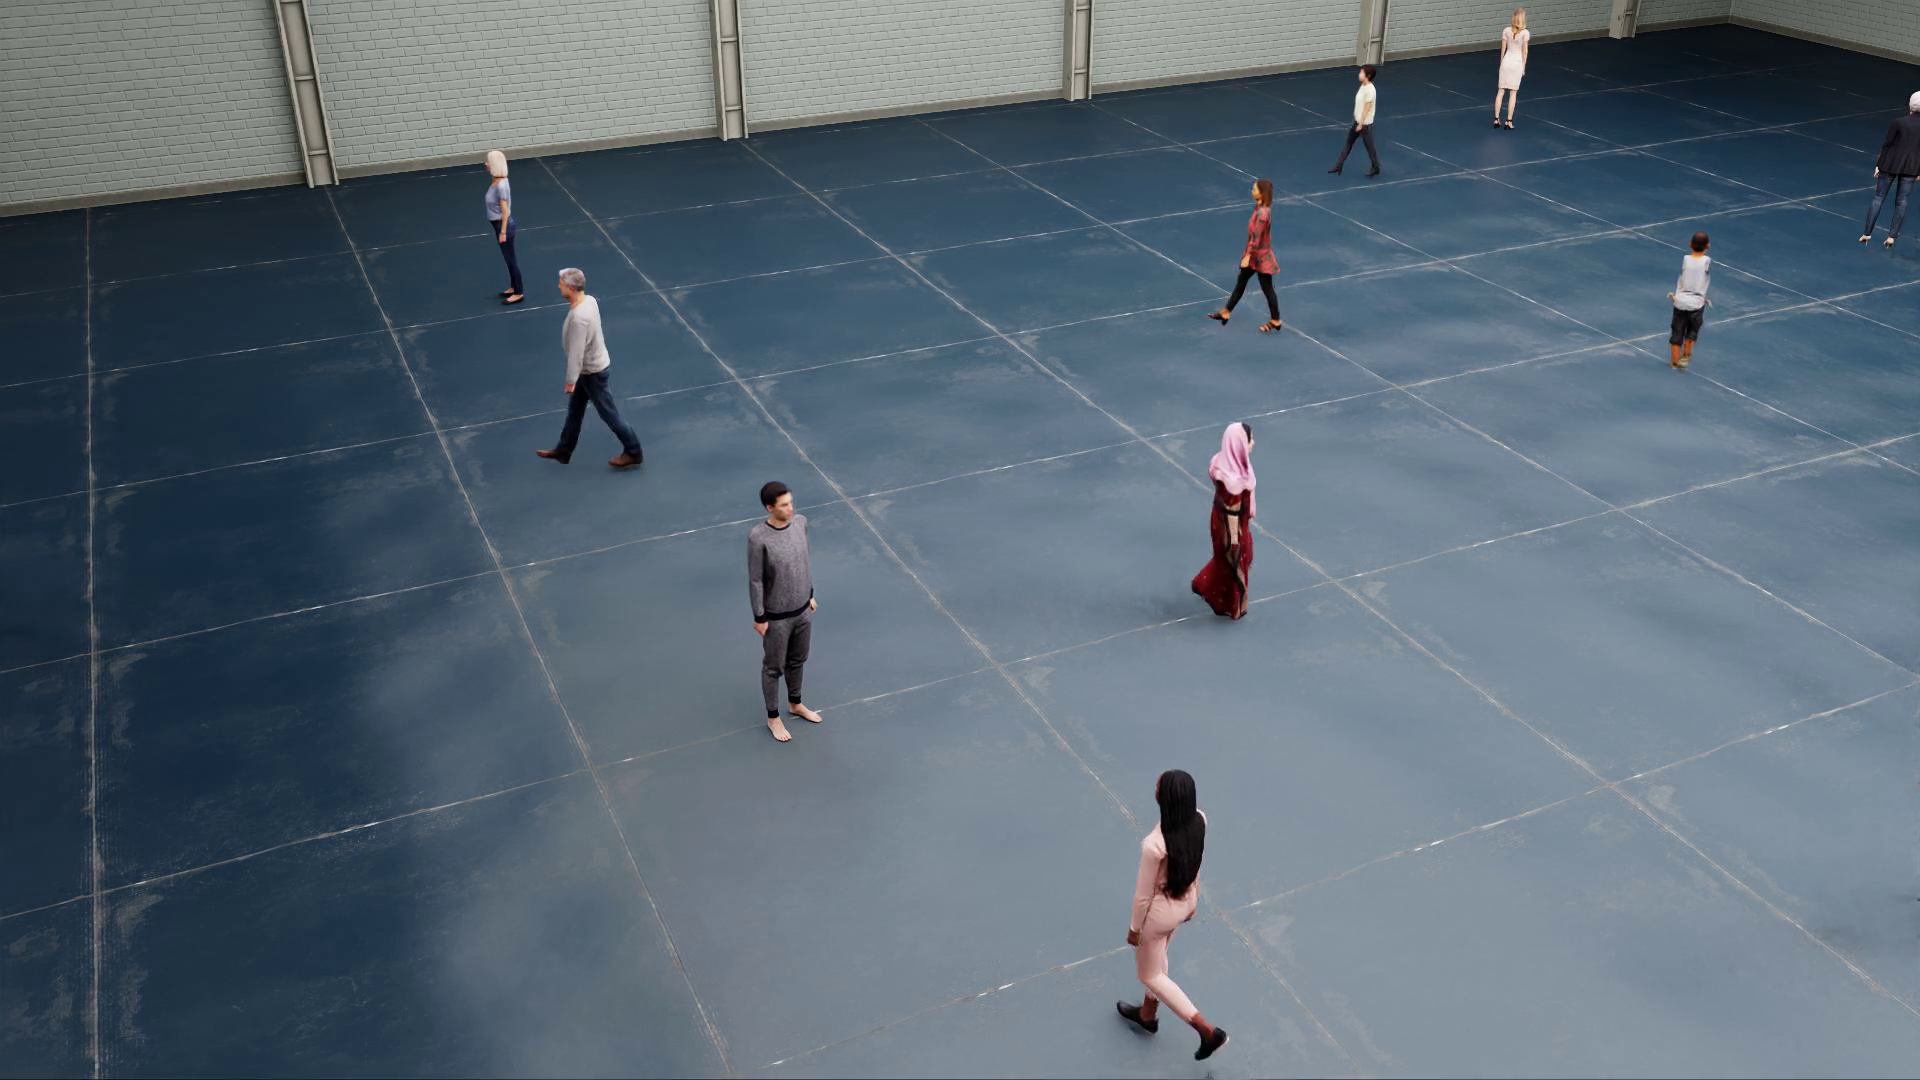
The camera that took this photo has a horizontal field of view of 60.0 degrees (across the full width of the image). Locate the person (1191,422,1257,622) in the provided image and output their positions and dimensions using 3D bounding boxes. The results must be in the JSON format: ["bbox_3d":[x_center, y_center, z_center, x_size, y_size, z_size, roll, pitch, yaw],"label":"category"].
[{"bbox_3d":[1.954,-0.143,12.445,0.856,1.628,0.809,4,28,8],"label":"person"}]

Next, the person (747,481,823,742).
[{"bbox_3d":[-1.183,0.437,11.125,0.805,1.844,0.639,24,36,37],"label":"person"}]

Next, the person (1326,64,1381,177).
[{"bbox_3d":[5.680,-5.789,23.137,1.070,1.543,0.824,-2,28,-4],"label":"person"}]

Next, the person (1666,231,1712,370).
[{"bbox_3d":[7.469,-2.470,17.014,0.827,1.441,0.902,14,31,24],"label":"person"}]

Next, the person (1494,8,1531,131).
[{"bbox_3d":[8.478,-7.250,25.576,0.640,1.829,0.640,20,34,33],"label":"person"}]

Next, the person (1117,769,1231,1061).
[{"bbox_3d":[1.104,1.937,8.456,0.917,1.706,1.001,23,36,36],"label":"person"}]

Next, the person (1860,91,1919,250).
[{"bbox_3d":[10.478,-4.162,18.615,0.822,1.783,0.790,10,30,18],"label":"person"}]

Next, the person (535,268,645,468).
[{"bbox_3d":[-3.177,-1.468,14.689,1.306,1.857,1.011,-3,28,-6],"label":"person"}]

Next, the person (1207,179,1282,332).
[{"bbox_3d":[3.285,-2.994,17.763,1.136,1.660,0.965,3,28,5],"label":"person"}]

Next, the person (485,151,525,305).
[{"bbox_3d":[-5.117,-3.522,18.691,0.541,1.722,0.606,-9,29,-16],"label":"person"}]
